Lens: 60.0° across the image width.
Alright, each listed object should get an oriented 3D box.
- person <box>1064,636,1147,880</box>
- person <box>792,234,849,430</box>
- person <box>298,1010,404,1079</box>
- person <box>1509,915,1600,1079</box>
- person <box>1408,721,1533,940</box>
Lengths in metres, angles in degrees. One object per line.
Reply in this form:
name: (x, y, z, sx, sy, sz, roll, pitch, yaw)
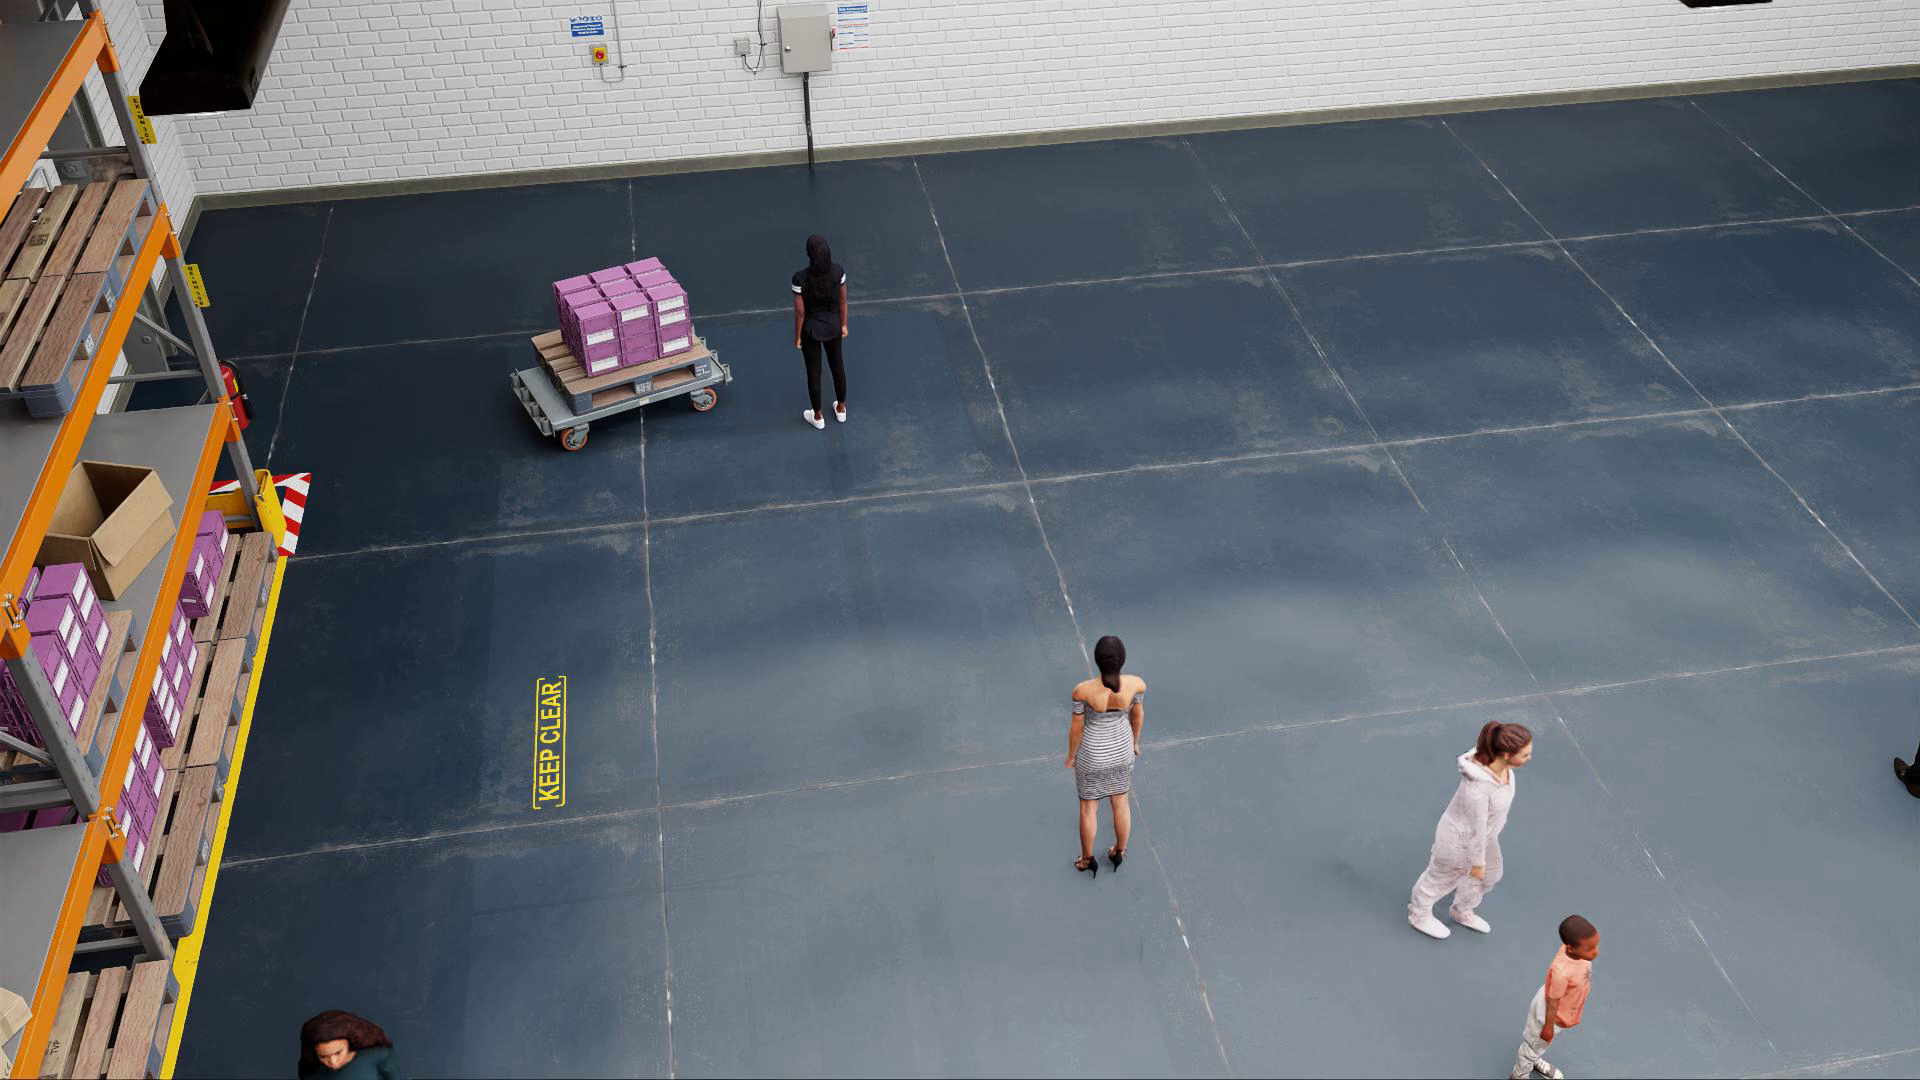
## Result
person: (0.841, 1.270, 9.639, 0.607, 1.822, 0.526, -8, 39, -10)
person: (-1.120, -1.694, 13.425, 0.679, 1.729, 0.665, -17, 42, -20)
person: (-2.841, 2.728, 8.014, 0.758, 1.571, 1.141, -15, 41, -17)
person: (3.084, 2.409, 8.623, 0.615, 1.311, 0.564, 28, 46, 30)
person: (2.768, 1.607, 9.341, 0.865, 1.668, 0.805, 26, 45, 28)
